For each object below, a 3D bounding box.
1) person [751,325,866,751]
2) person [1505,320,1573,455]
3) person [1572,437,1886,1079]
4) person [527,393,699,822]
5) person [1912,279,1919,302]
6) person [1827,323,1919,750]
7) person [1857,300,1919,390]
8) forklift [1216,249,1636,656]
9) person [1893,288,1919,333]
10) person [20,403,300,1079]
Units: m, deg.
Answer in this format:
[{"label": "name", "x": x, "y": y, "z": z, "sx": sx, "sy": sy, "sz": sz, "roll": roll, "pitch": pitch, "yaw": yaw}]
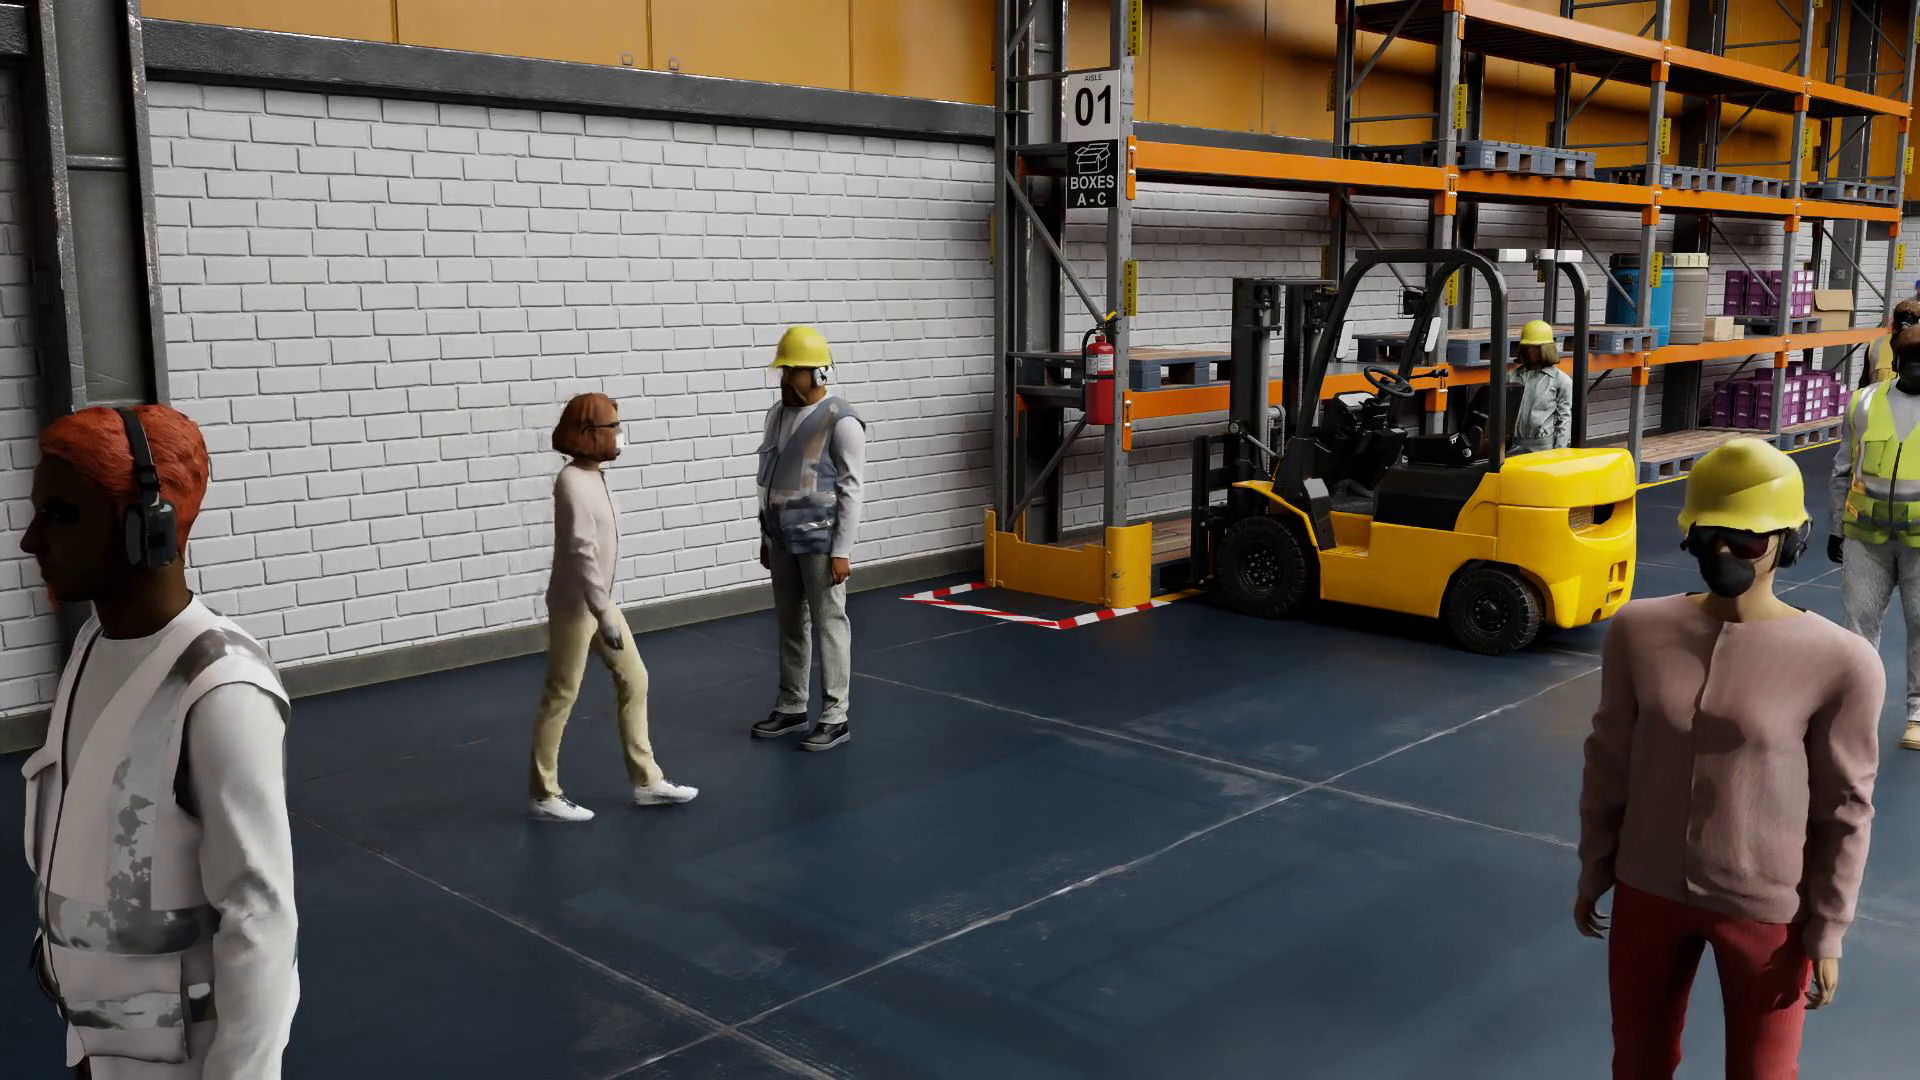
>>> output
[{"label": "person", "x": -0.677, "y": -0.012, "z": 7.220, "sx": 0.589, "sy": 1.833, "sz": 0.404, "roll": 9, "pitch": 13, "yaw": 43}, {"label": "person", "x": 3.697, "y": -0.549, "z": 10.792, "sx": 0.486, "sy": 1.744, "sz": 0.296, "roll": 9, "pitch": 13, "yaw": 43}, {"label": "person", "x": 1.426, "y": 0.683, "z": 3.166, "sx": 0.524, "sy": 1.769, "sz": 0.309, "roll": 9, "pitch": 13, "yaw": 43}, {"label": "person", "x": -1.307, "y": 0.264, "z": 6.186, "sx": 0.728, "sy": 1.609, "sz": 0.498, "roll": 0, "pitch": 9, "yaw": 2}, {"label": "person", "x": 14.471, "y": -2.974, "z": 25.113, "sx": 0.632, "sy": 1.934, "sz": 0.468, "roll": 8, "pitch": 12, "yaw": 40}, {"label": "person", "x": 4.102, "y": -0.020, "z": 7.244, "sx": 0.627, "sy": 1.844, "sz": 0.429, "roll": 9, "pitch": 13, "yaw": 43}, {"label": "person", "x": 7.013, "y": -0.864, "z": 12.422, "sx": 0.627, "sy": 1.844, "sz": 0.429, "roll": 9, "pitch": 13, "yaw": 43}, {"label": "forklift", "x": 2.710, "y": -0.584, "z": 9.626, "sx": 2.313, "sy": 2.155, "sz": 1.214, "roll": 9, "pitch": 13, "yaw": 43}, {"label": "person", "x": 10.022, "y": -1.739, "z": 17.403, "sx": 0.692, "sy": 1.969, "sz": 0.625, "roll": -8, "pitch": 12, "yaw": -39}, {"label": "person", "x": -1.166, "y": 0.742, "z": 2.451, "sx": 0.576, "sy": 1.882, "sz": 0.355, "roll": 9, "pitch": 13, "yaw": 43}]
